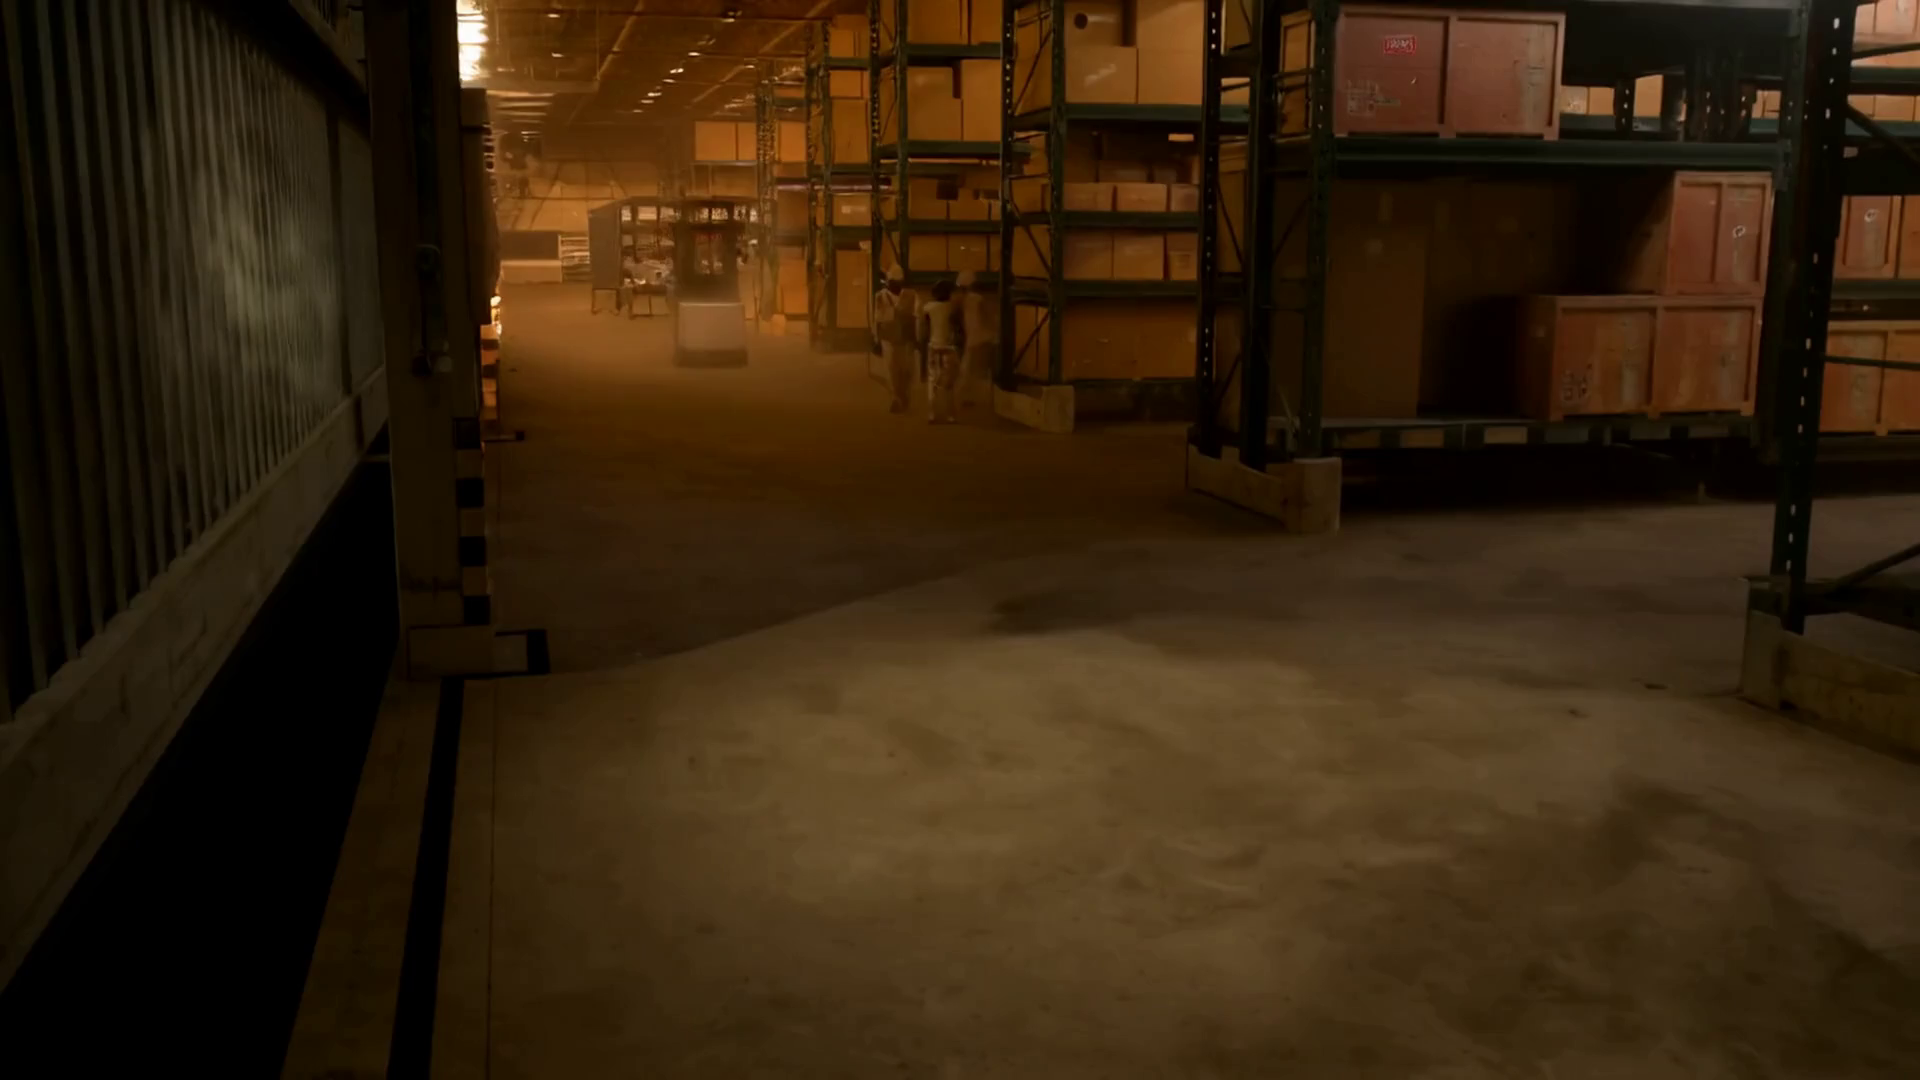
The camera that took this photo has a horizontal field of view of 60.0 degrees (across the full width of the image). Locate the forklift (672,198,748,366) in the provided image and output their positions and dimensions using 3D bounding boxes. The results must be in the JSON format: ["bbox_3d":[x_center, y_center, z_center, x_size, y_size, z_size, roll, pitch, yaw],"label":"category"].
[{"bbox_3d":[-4.293,-4.411,28.351,1.129,2.768,1.873,-3,10,-15],"label":"forklift"}]

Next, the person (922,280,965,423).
[{"bbox_3d":[-0.191,-2.168,19.172,0.532,1.630,0.322,4,11,21],"label":"person"}]

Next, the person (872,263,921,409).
[{"bbox_3d":[-0.798,-2.538,20.750,0.619,1.814,0.422,0,10,-2],"label":"person"}]

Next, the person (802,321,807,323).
[{"bbox_3d":[-4.130,-6.637,44.248,0.492,1.725,0.665,2,10,12],"label":"person"}]

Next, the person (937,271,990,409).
[{"bbox_3d":[0.053,-2.480,20.712,0.760,1.711,0.580,-3,10,-14],"label":"person"}]
